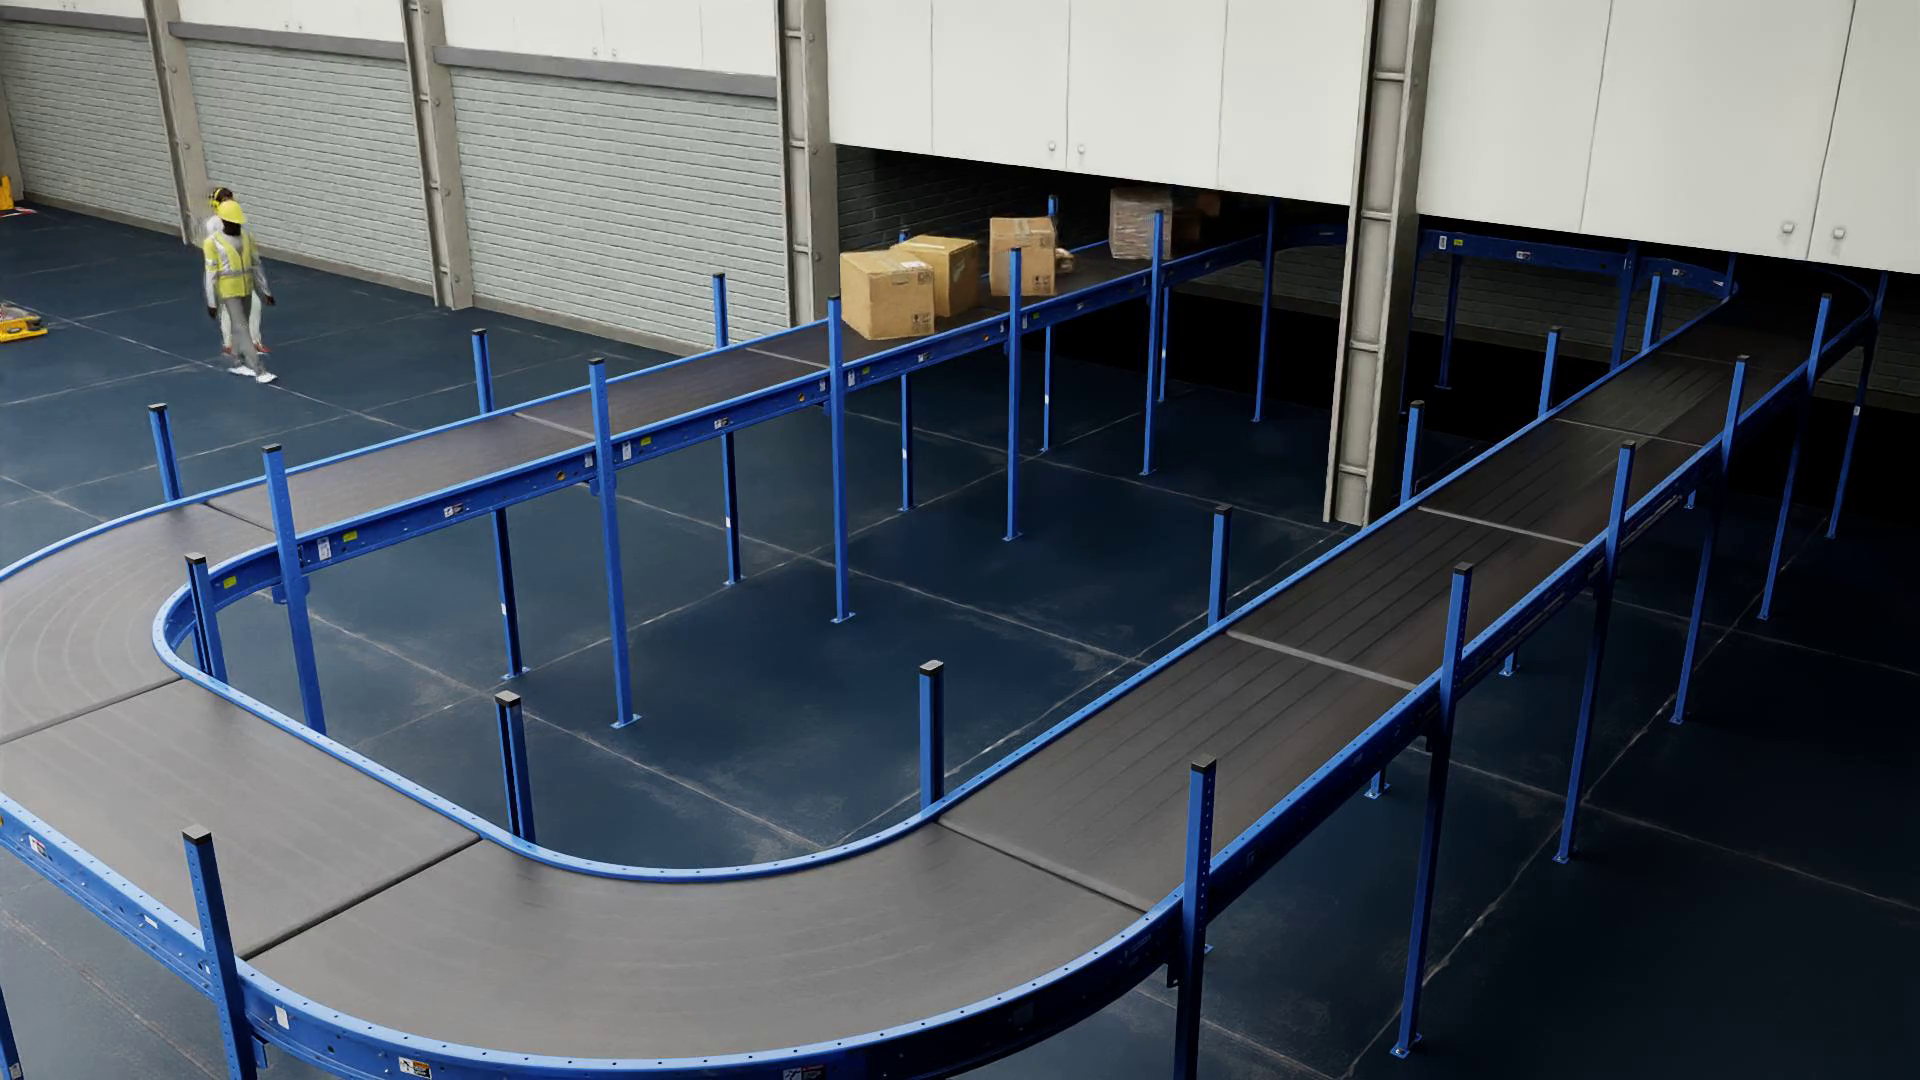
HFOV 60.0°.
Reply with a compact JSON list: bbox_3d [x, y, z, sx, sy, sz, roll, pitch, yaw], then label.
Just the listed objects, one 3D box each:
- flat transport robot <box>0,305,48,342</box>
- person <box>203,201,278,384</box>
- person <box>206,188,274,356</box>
[{"bbox_3d":[-11.178,-2.520,19.189,1.431,0.197,0.652,18,28,38],"label":"flat transport robot"},{"bbox_3d":[-7.361,-2.537,17.093,0.966,1.866,0.682,9,23,22],"label":"person"},{"bbox_3d":[-7.824,-2.867,17.962,0.677,1.848,0.533,8,23,20],"label":"person"}]
